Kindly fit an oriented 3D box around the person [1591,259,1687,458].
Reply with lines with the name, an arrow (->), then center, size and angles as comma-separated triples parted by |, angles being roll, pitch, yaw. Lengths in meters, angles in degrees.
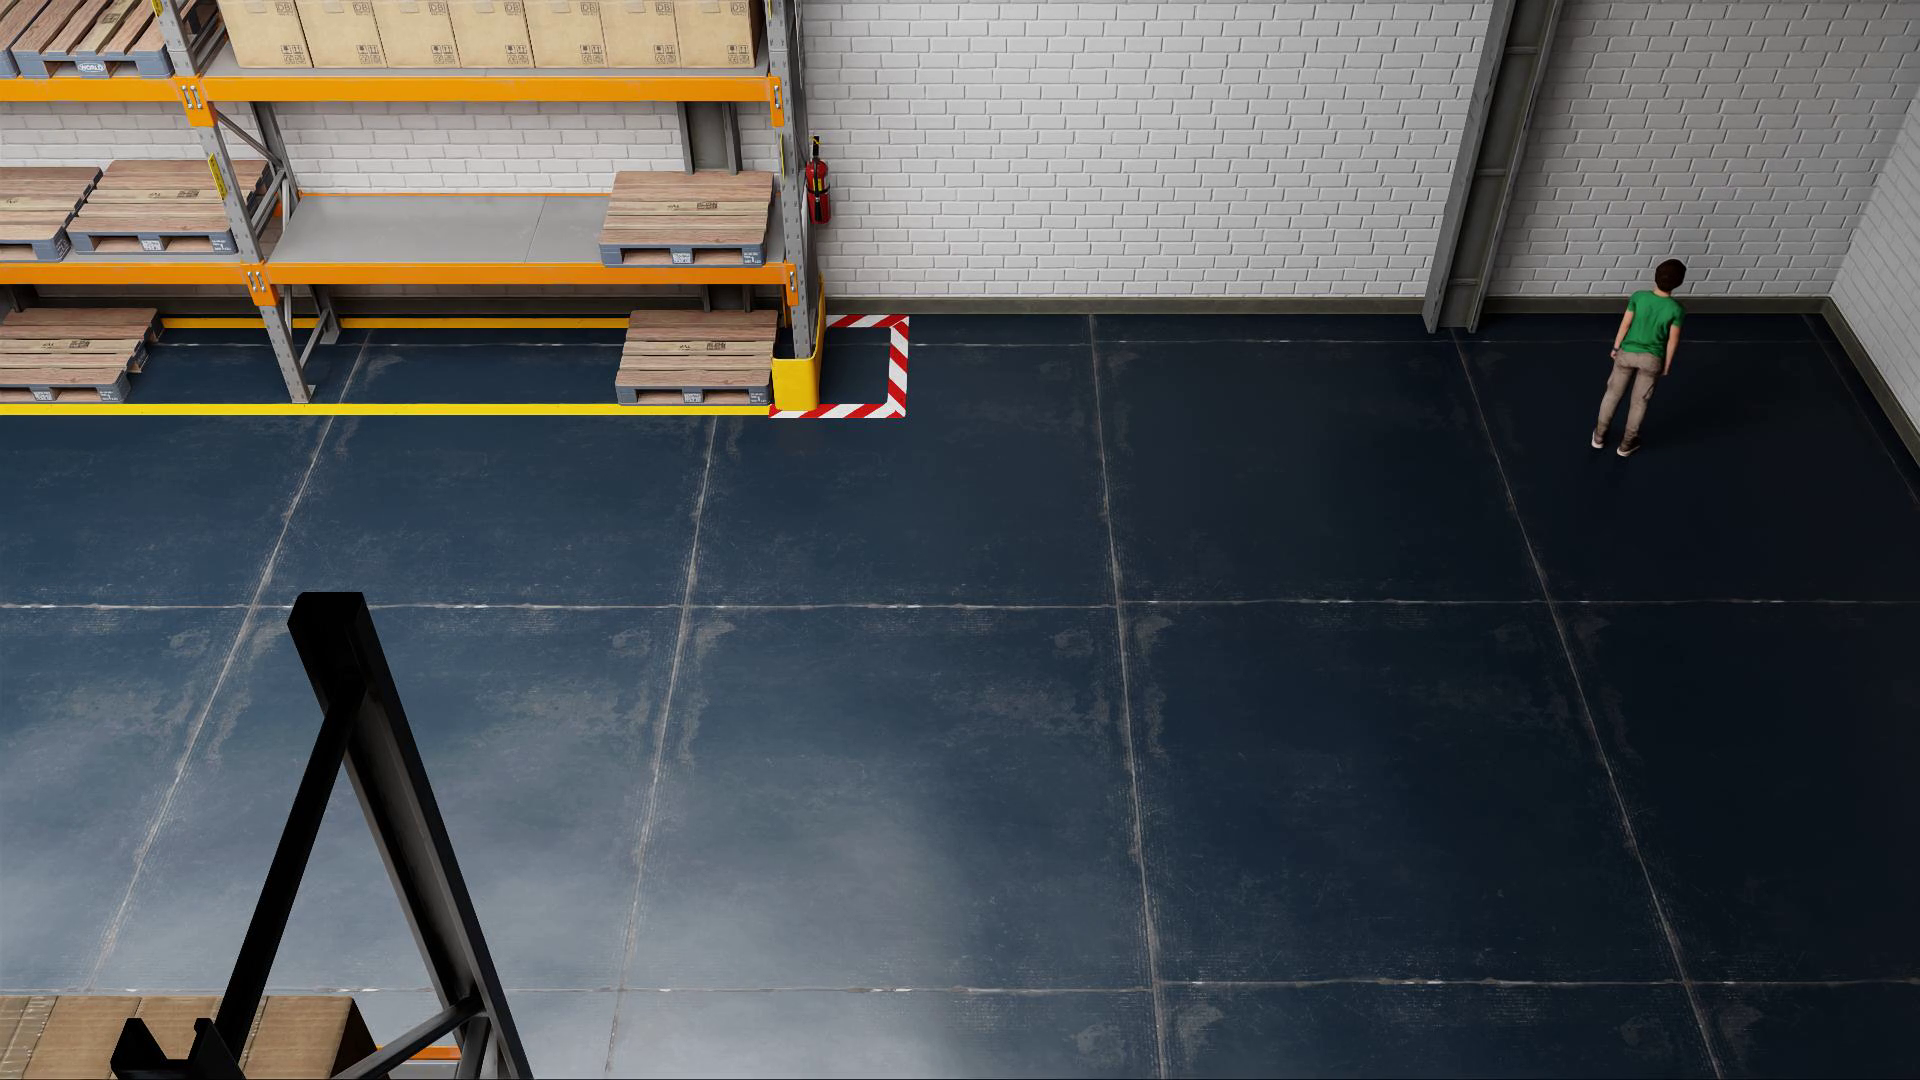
person -> 5.000, -1.337, 12.205 | 0.635, 1.651, 0.733 | 24, 49, 23
